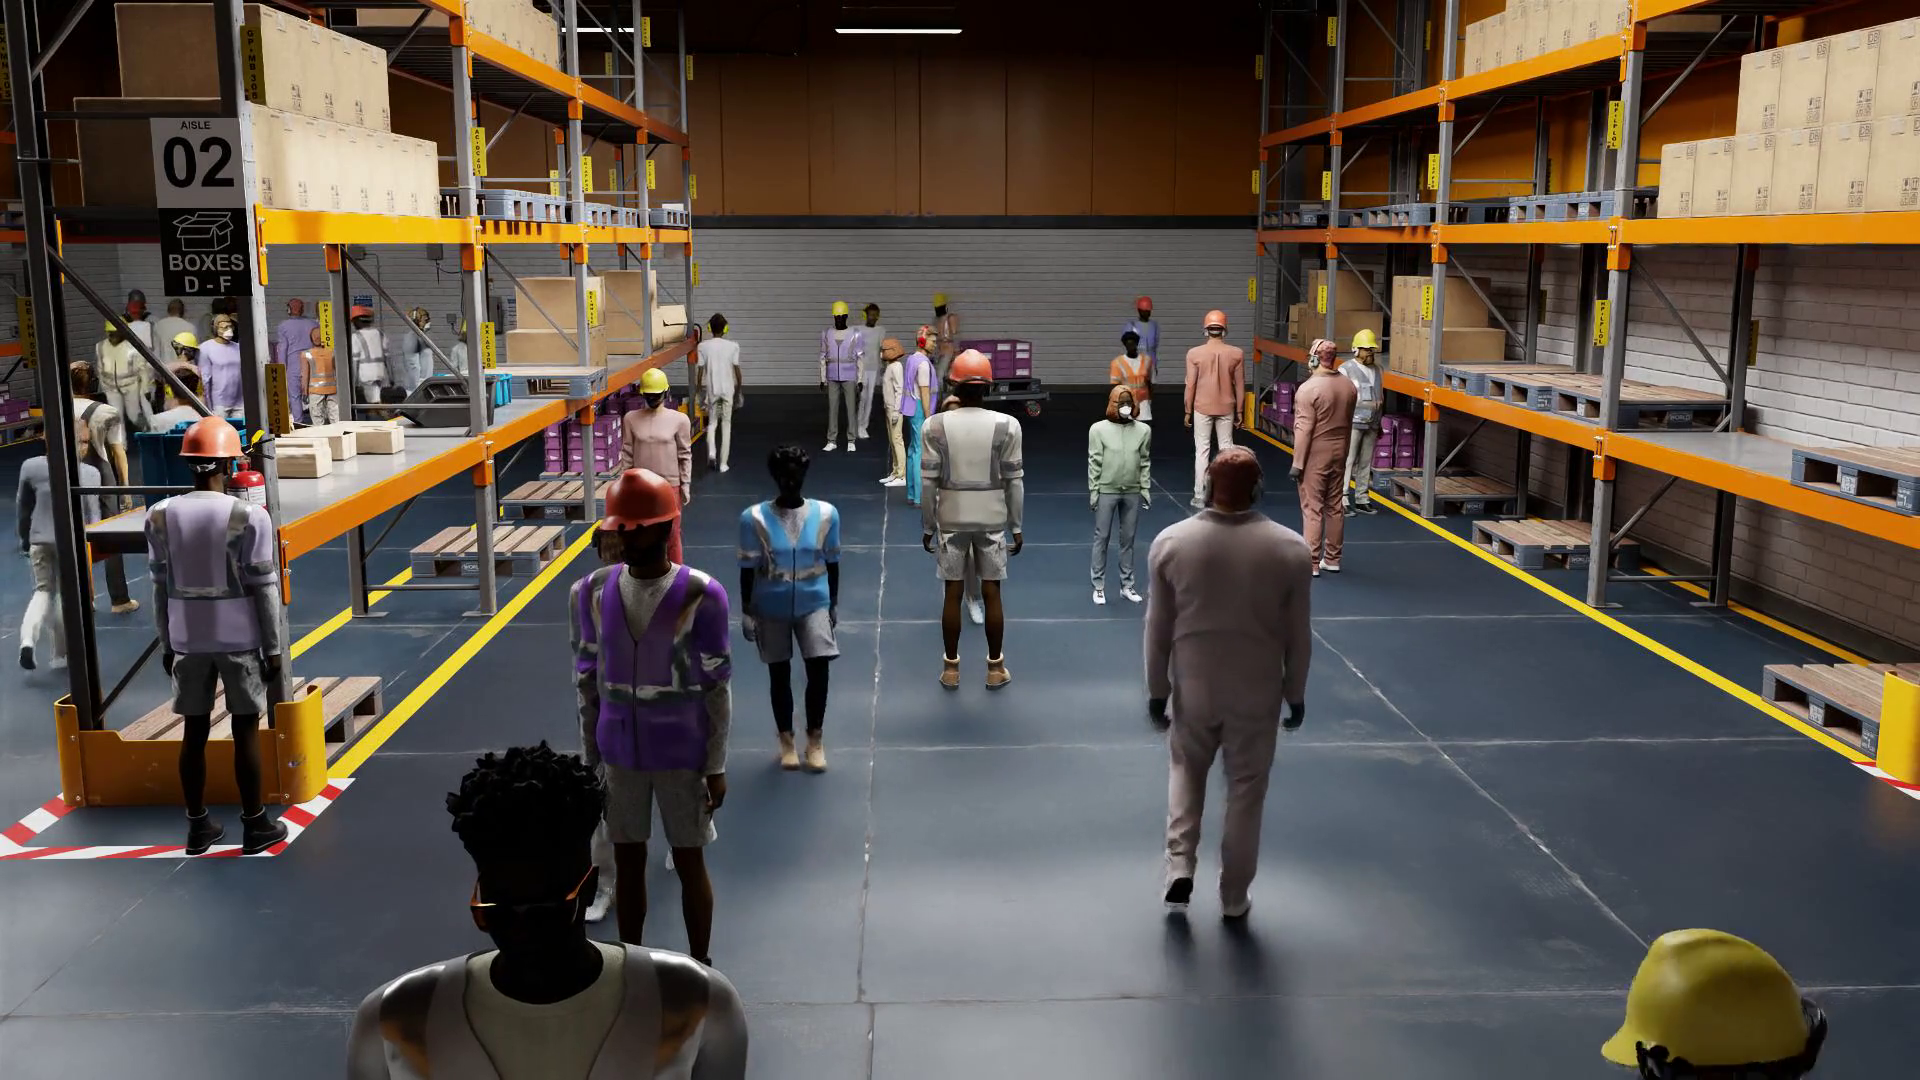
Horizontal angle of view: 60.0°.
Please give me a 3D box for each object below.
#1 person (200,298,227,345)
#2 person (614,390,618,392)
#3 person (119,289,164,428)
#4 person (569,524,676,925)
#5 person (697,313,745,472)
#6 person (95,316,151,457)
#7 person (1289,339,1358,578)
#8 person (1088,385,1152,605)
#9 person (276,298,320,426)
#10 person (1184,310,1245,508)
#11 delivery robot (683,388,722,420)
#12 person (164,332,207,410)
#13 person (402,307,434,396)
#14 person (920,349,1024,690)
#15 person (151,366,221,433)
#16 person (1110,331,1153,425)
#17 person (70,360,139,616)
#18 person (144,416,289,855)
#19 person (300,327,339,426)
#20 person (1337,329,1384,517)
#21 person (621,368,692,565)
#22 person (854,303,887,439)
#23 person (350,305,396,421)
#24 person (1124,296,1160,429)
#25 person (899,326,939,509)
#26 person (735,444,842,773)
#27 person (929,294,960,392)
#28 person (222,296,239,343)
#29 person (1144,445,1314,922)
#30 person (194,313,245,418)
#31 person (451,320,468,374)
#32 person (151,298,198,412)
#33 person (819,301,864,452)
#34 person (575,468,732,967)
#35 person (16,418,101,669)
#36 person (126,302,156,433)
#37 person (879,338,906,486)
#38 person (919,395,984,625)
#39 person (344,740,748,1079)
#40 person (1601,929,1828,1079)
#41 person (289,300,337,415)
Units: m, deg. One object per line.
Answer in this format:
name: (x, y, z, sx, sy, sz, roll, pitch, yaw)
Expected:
person: (-11.659, -2.900, 26.188, 0.757, 1.796, 0.674, 0, 10, -1)
person: (-5.503, -2.944, 26.325, 0.403, 1.834, 0.586, -2, 10, -10)
person: (-11.741, -2.606, 23.864, 0.686, 2.000, 0.828, -1, 10, -8)
person: (-1.331, 0.671, 6.841, 0.543, 1.600, 0.852, 2, 10, 9)
person: (-2.779, -1.713, 19.422, 0.521, 1.851, 0.389, 0, 10, 1)
person: (-10.427, -1.924, 20.782, 0.599, 1.797, 0.682, -2, 10, -9)
person: (2.877, -0.653, 13.361, 0.639, 1.908, 0.409, -8, 13, -38)
person: (1.186, -0.337, 12.358, 0.498, 1.634, 0.282, -3, 11, -16)
person: (-9.118, -2.375, 22.955, 0.403, 1.906, 0.651, 9, 13, 40)
person: (2.566, -1.317, 16.816, 0.622, 1.990, 0.396, 0, 10, -2)
delivery robot: (-3.682, -1.953, 24.104, 0.707, 0.478, 0.477, 8, 13, 38)
person: (-7.915, -1.249, 17.094, 0.523, 1.760, 0.329, 5, 11, 26)
person: (-6.185, -1.697, 19.091, 0.361, 1.938, 0.642, -2, 10, -8)
person: (0.074, -0.112, 9.952, 0.615, 2.047, 0.357, 1, 10, 3)
person: (-5.400, -0.301, 11.689, 0.521, 1.825, 0.963, 0, 10, 0)
person: (2.007, -1.609, 19.366, 0.566, 1.646, 0.699, -2, 10, -11)
person: (-6.208, -0.360, 11.896, 0.513, 1.845, 0.336, -2, 10, -10)
person: (-3.239, 0.425, 7.297, 0.545, 1.932, 0.387, 0, 10, -1)
person: (-7.835, -1.795, 20.463, 0.514, 1.641, 0.307, -9, 13, -40)
person: (3.935, -1.146, 16.308, 0.601, 1.830, 0.404, -6, 12, -31)
person: (-2.249, -0.394, 12.328, 0.524, 1.761, 0.327, 0, 10, 1)
person: (-1.232, -2.285, 22.641, 0.541, 1.833, 0.631, -5, 11, -24)
person: (-7.656, -2.127, 21.673, 1.014, 1.879, 0.572, 5, 11, 25)
person: (2.611, -2.571, 24.048, 0.549, 1.913, 0.786, -3, 11, -16)
person: (-0.403, -1.231, 16.776, 0.395, 1.836, 0.564, -2, 10, -13)
person: (-0.848, 0.359, 8.338, 0.545, 1.674, 0.501, -2, 10, -11)
person: (-0.298, -2.922, 26.093, 0.938, 1.859, 0.629, -6, 12, -29)
person: (-11.229, -2.840, 25.723, 0.429, 1.843, 0.633, -2, 10, -11)
person: (1.061, 0.571, 6.580, 0.642, 1.896, 0.417, 3, 11, 15)
person: (-7.701, -1.407, 17.468, 0.372, 1.940, 0.627, 4, 11, 22)
person: (-6.164, -1.941, 21.045, 0.489, 1.728, 0.564, -2, 10, -11)
person: (-10.737, -2.364, 22.860, 0.643, 1.934, 0.498, 1, 10, 5)
person: (-1.516, -2.088, 21.292, 0.585, 1.928, 0.369, 2, 10, 10)
person: (-1.047, 0.717, 5.641, 0.550, 1.937, 0.357, 2, 10, 12)
person: (-5.610, 0.048, 10.301, 0.558, 1.595, 0.552, 0, 10, 2)
person: (-11.597, -2.446, 23.547, 0.593, 1.828, 1.015, -8, 13, -39)
person: (-0.741, -1.407, 18.322, 0.267, 1.631, 0.507, -2, 10, -11)
person: (-0.018, -0.200, 11.580, 0.548, 1.626, 0.436, -1, 10, -5)
person: (-0.613, 1.257, 2.549, 0.612, 1.965, 0.361, -2, 10, -12)
person: (1.065, 1.404, 2.352, 0.355, 1.753, 0.550, -4, 11, -22)
person: (-9.254, -2.515, 23.909, 0.777, 1.853, 0.579, -3, 11, -15)
